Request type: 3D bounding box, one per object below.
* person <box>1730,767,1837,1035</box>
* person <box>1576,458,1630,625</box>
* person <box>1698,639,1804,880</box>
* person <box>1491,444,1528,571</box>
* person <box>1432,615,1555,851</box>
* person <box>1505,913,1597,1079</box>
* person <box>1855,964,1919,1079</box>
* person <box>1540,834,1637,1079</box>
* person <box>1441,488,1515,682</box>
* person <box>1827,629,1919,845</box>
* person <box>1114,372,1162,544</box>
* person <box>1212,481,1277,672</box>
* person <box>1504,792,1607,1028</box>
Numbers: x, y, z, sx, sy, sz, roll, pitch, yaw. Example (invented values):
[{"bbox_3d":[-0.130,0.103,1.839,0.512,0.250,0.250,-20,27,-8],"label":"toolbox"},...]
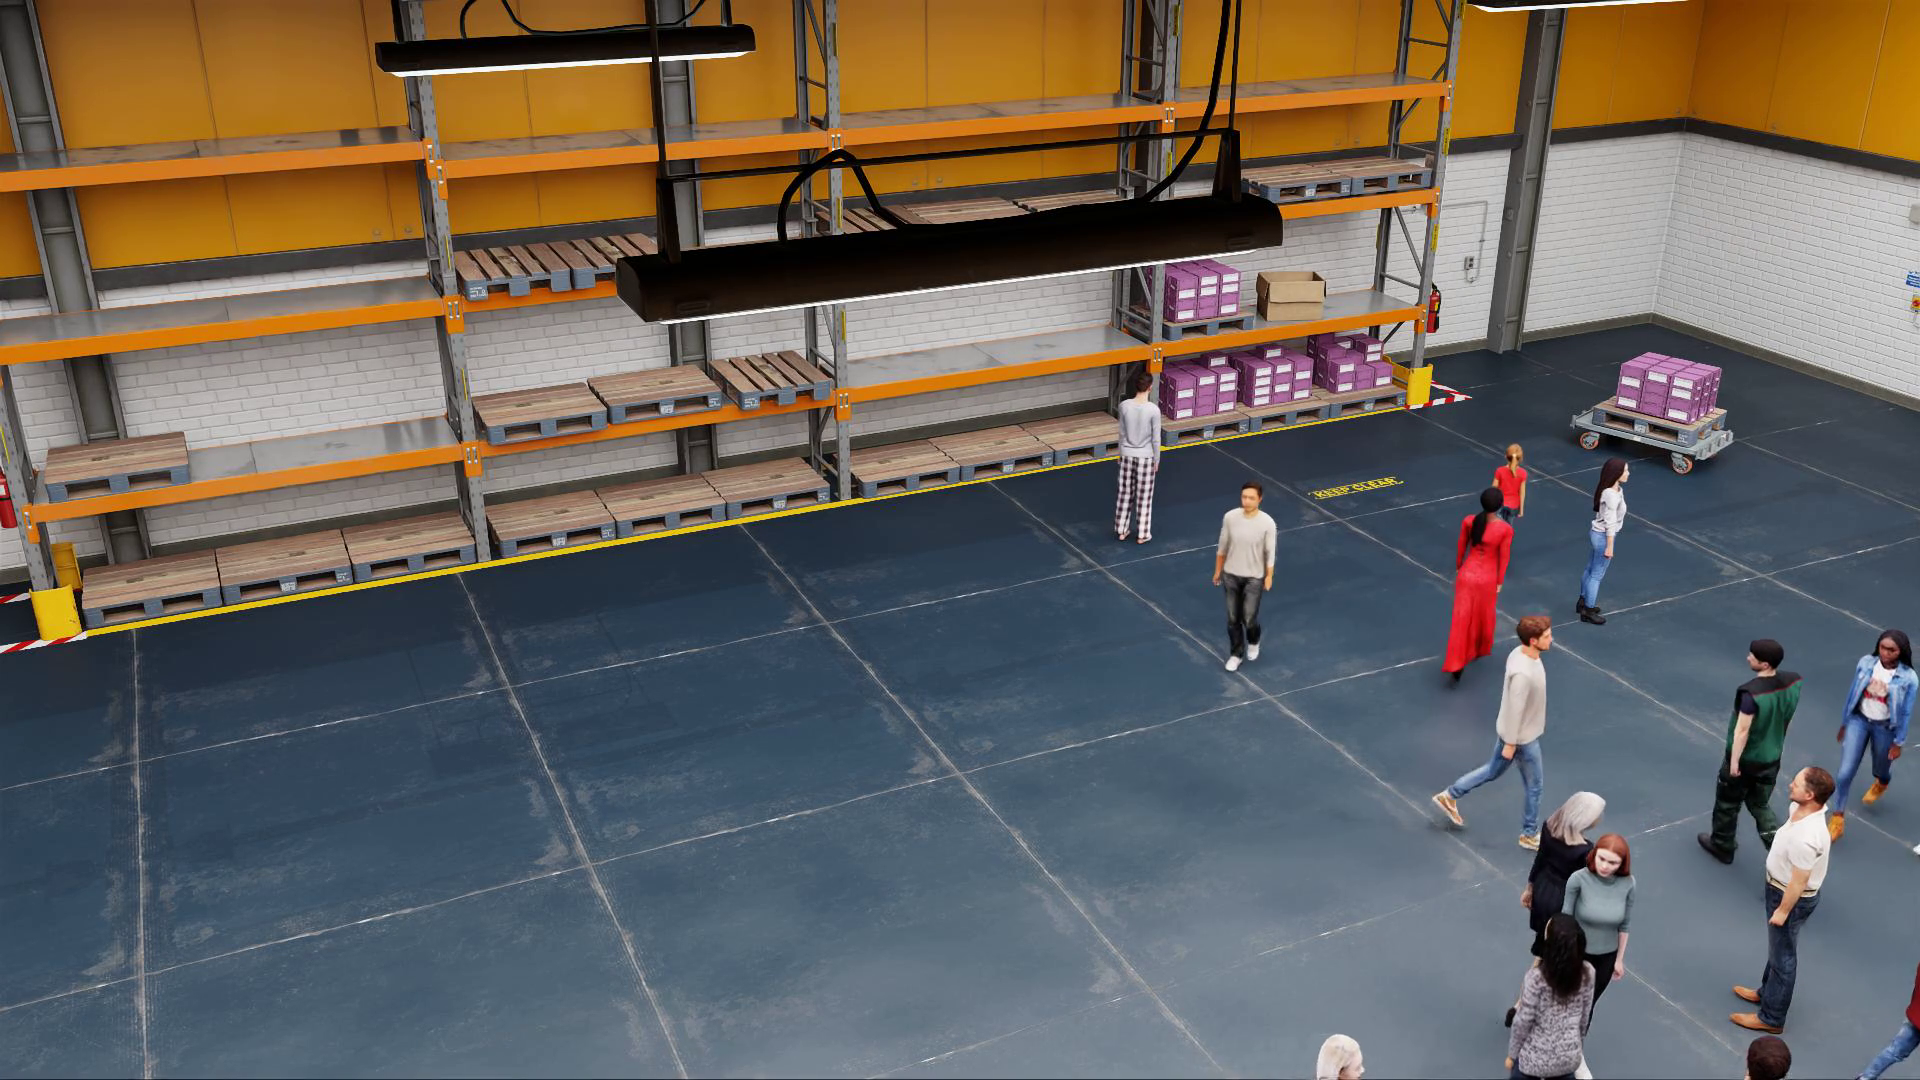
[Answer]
[{"bbox_3d":[5.164,2.214,10.306,0.811,1.856,0.722,12,26,25],"label":"person"},{"bbox_3d":[6.051,-0.014,15.680,0.698,1.633,0.677,4,24,9],"label":"person"},{"bbox_3d":[5.673,1.583,11.739,1.012,1.864,0.807,-8,25,-17],"label":"person"},{"bbox_3d":[5.513,-0.311,16.804,0.872,1.278,0.902,6,24,14],"label":"person"},{"bbox_3d":[3.989,1.394,12.161,1.238,1.873,1.171,8,25,17],"label":"person"},{"bbox_3d":[3.215,2.806,9.110,0.519,1.728,0.692,-6,24,-14],"label":"person"},{"bbox_3d":[5.582,2.820,9.696,0.935,1.235,0.680,-3,24,-7],"label":"person"},{"bbox_3d":[3.717,2.470,9.863,0.632,1.742,0.727,2,24,5],"label":"person"},{"bbox_3d":[4.497,0.417,14.560,1.086,1.742,1.211,11,26,24],"label":"person"},{"bbox_3d":[6.818,1.420,12.346,1.233,1.676,0.878,-22,32,-40],"label":"person"},{"bbox_3d":[1.847,-0.861,17.353,0.689,1.845,0.739,10,25,21],"label":"person"},{"bbox_3d":[2.547,0.278,14.802,0.826,1.802,0.877,12,26,25],"label":"person"},{"bbox_3d":[3.626,2.317,10.242,0.821,1.719,0.614,-12,26,-25],"label":"person"}]
